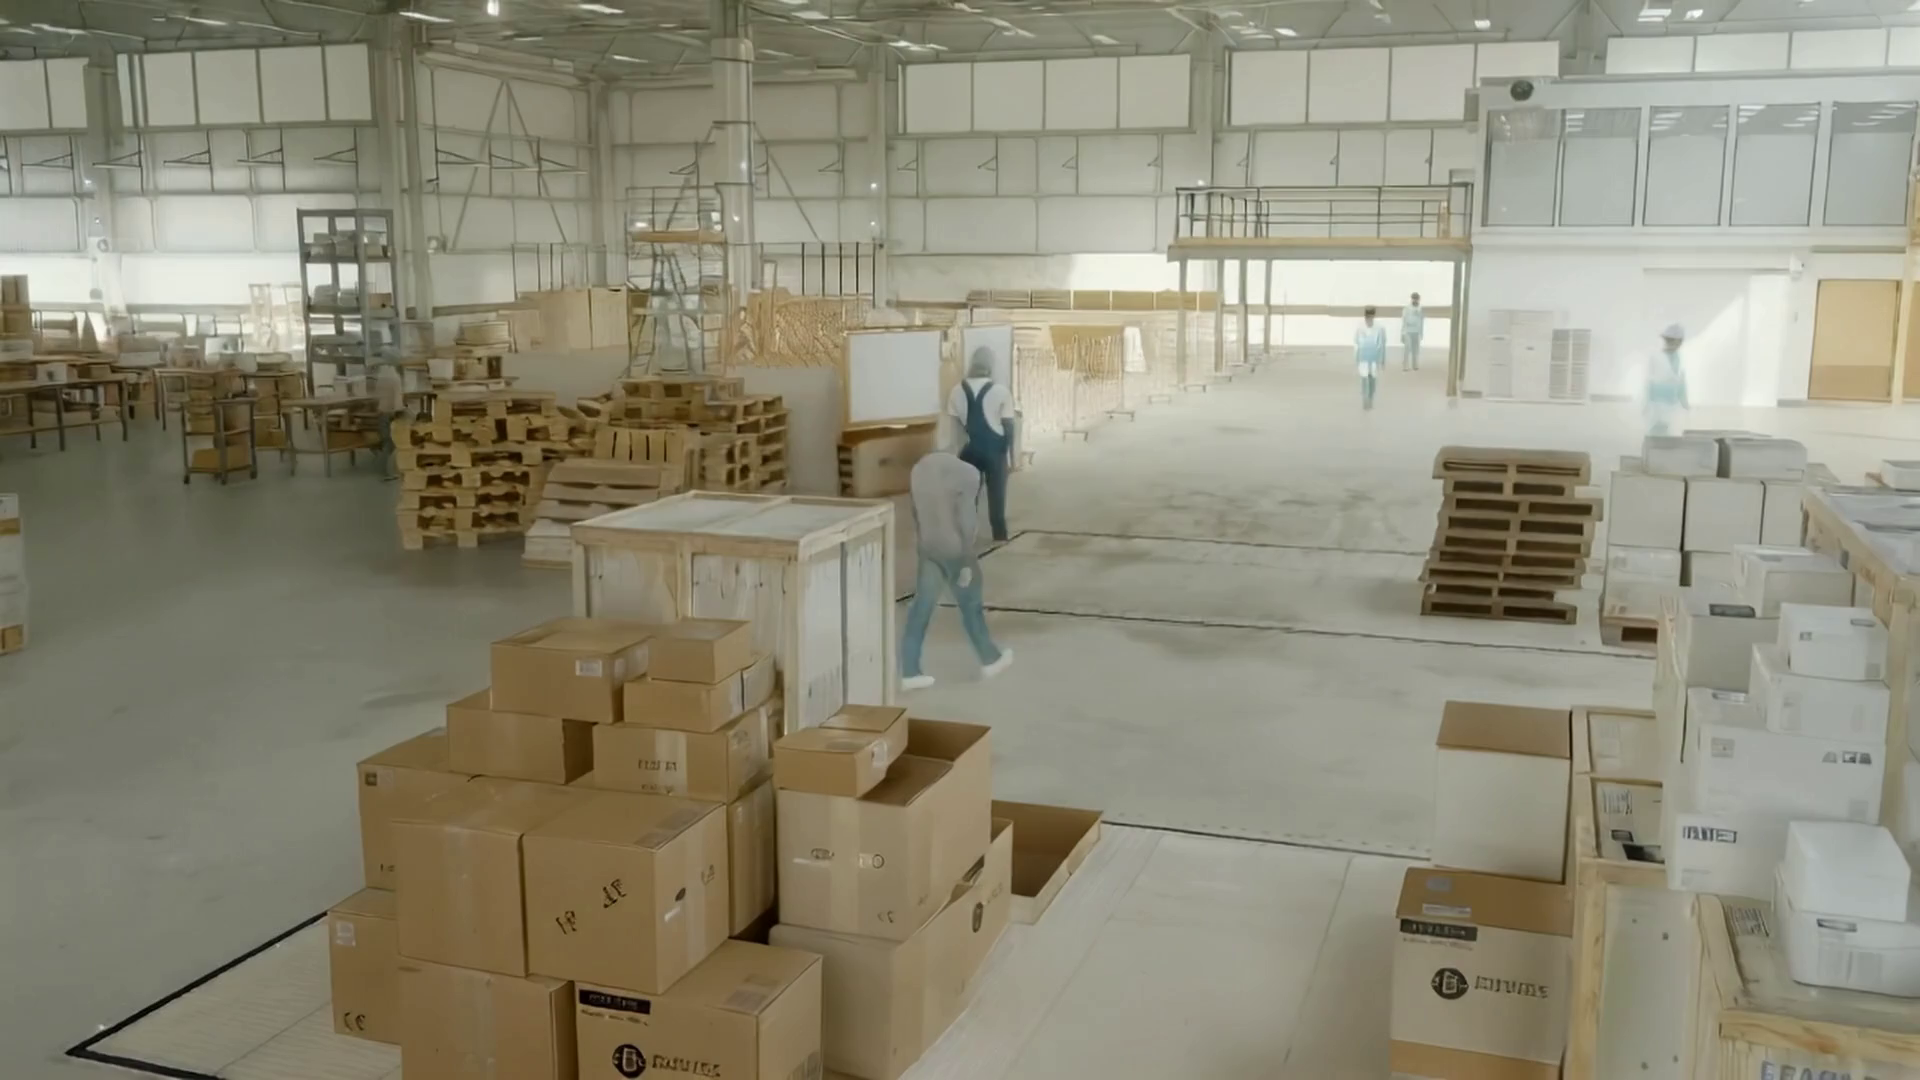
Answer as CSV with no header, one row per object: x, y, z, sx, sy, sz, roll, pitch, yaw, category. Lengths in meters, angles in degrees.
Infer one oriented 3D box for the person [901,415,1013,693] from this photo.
-0.059,0.079,11.432,0.653,1.882,1.007,10,14,43,person

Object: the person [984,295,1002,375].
0.776,-4.792,38.906,0.416,1.867,0.620,-2,10,-11,person

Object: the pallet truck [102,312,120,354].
-23.057,-5.777,46.261,0.680,1.201,1.601,3,11,19,pallet truck

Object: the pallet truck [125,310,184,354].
-22.038,-5.665,45.457,0.704,1.261,1.522,3,11,17,pallet truck

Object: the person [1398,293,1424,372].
10.841,-4.972,39.854,0.792,1.898,0.575,-4,11,-21,person

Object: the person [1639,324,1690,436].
9.298,-1.812,21.745,0.632,1.997,0.970,-5,11,-27,person

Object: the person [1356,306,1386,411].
7.547,-3.344,30.628,0.542,1.920,0.782,2,10,9,person

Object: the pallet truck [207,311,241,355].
-19.537,-5.575,44.913,0.653,1.274,1.630,3,11,19,pallet truck

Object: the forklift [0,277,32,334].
-27.151,-6.329,46.328,1.157,1.987,2.680,3,11,17,forklift

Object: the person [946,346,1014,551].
0.239,-0.914,16.589,0.674,2.000,0.535,3,11,19,person

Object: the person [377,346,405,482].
-7.246,-1.614,21.350,0.519,1.741,0.527,7,13,36,person

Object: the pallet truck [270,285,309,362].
-17.147,-5.700,43.663,0.823,1.965,1.885,3,11,17,pallet truck

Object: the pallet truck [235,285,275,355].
-18.327,-5.835,44.421,0.823,1.965,1.885,4,11,23,pallet truck
